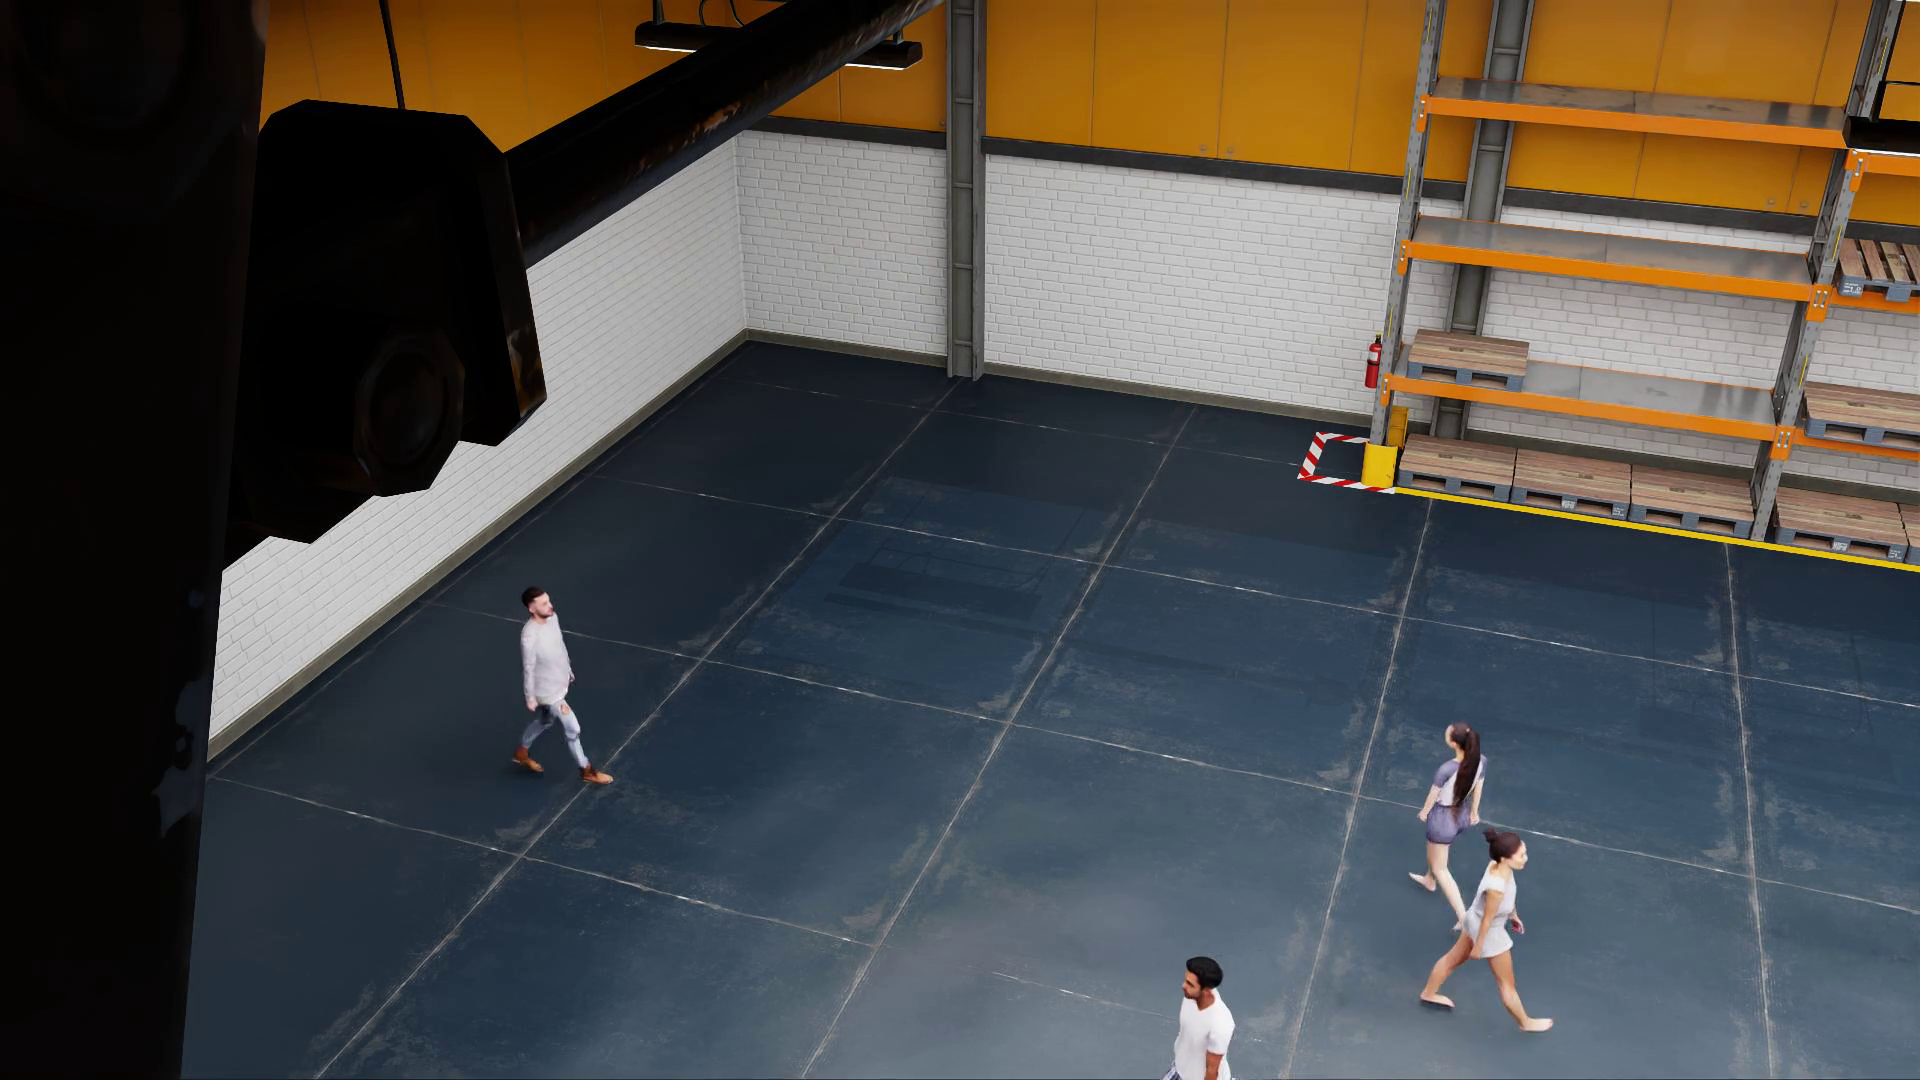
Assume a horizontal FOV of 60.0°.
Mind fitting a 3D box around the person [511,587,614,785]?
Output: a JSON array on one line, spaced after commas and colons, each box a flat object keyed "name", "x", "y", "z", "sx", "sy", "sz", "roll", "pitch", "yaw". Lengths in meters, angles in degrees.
[{"name": "person", "x": -3.380, "y": 1.169, "z": 13.402, "sx": 1.181, "sy": 1.804, "sz": 0.815, "roll": 5, "pitch": 29, "yaw": 10}]

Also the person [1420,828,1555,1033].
[{"name": "person", "x": 3.422, "y": 2.580, "z": 11.075, "sx": 1.086, "sy": 1.555, "sz": 0.605, "roll": 8, "pitch": 30, "yaw": 14}]

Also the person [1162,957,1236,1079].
[{"name": "person", "x": 1.498, "y": 3.165, "z": 9.854, "sx": 1.142, "sy": 1.697, "sz": 1.064, "roll": -12, "pitch": 31, "yaw": -20}]

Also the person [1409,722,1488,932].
[{"name": "person", "x": 3.566, "y": 2.070, "z": 11.947, "sx": 0.956, "sy": 1.615, "sz": 1.056, "roll": -15, "pitch": 32, "yaw": -25}]
